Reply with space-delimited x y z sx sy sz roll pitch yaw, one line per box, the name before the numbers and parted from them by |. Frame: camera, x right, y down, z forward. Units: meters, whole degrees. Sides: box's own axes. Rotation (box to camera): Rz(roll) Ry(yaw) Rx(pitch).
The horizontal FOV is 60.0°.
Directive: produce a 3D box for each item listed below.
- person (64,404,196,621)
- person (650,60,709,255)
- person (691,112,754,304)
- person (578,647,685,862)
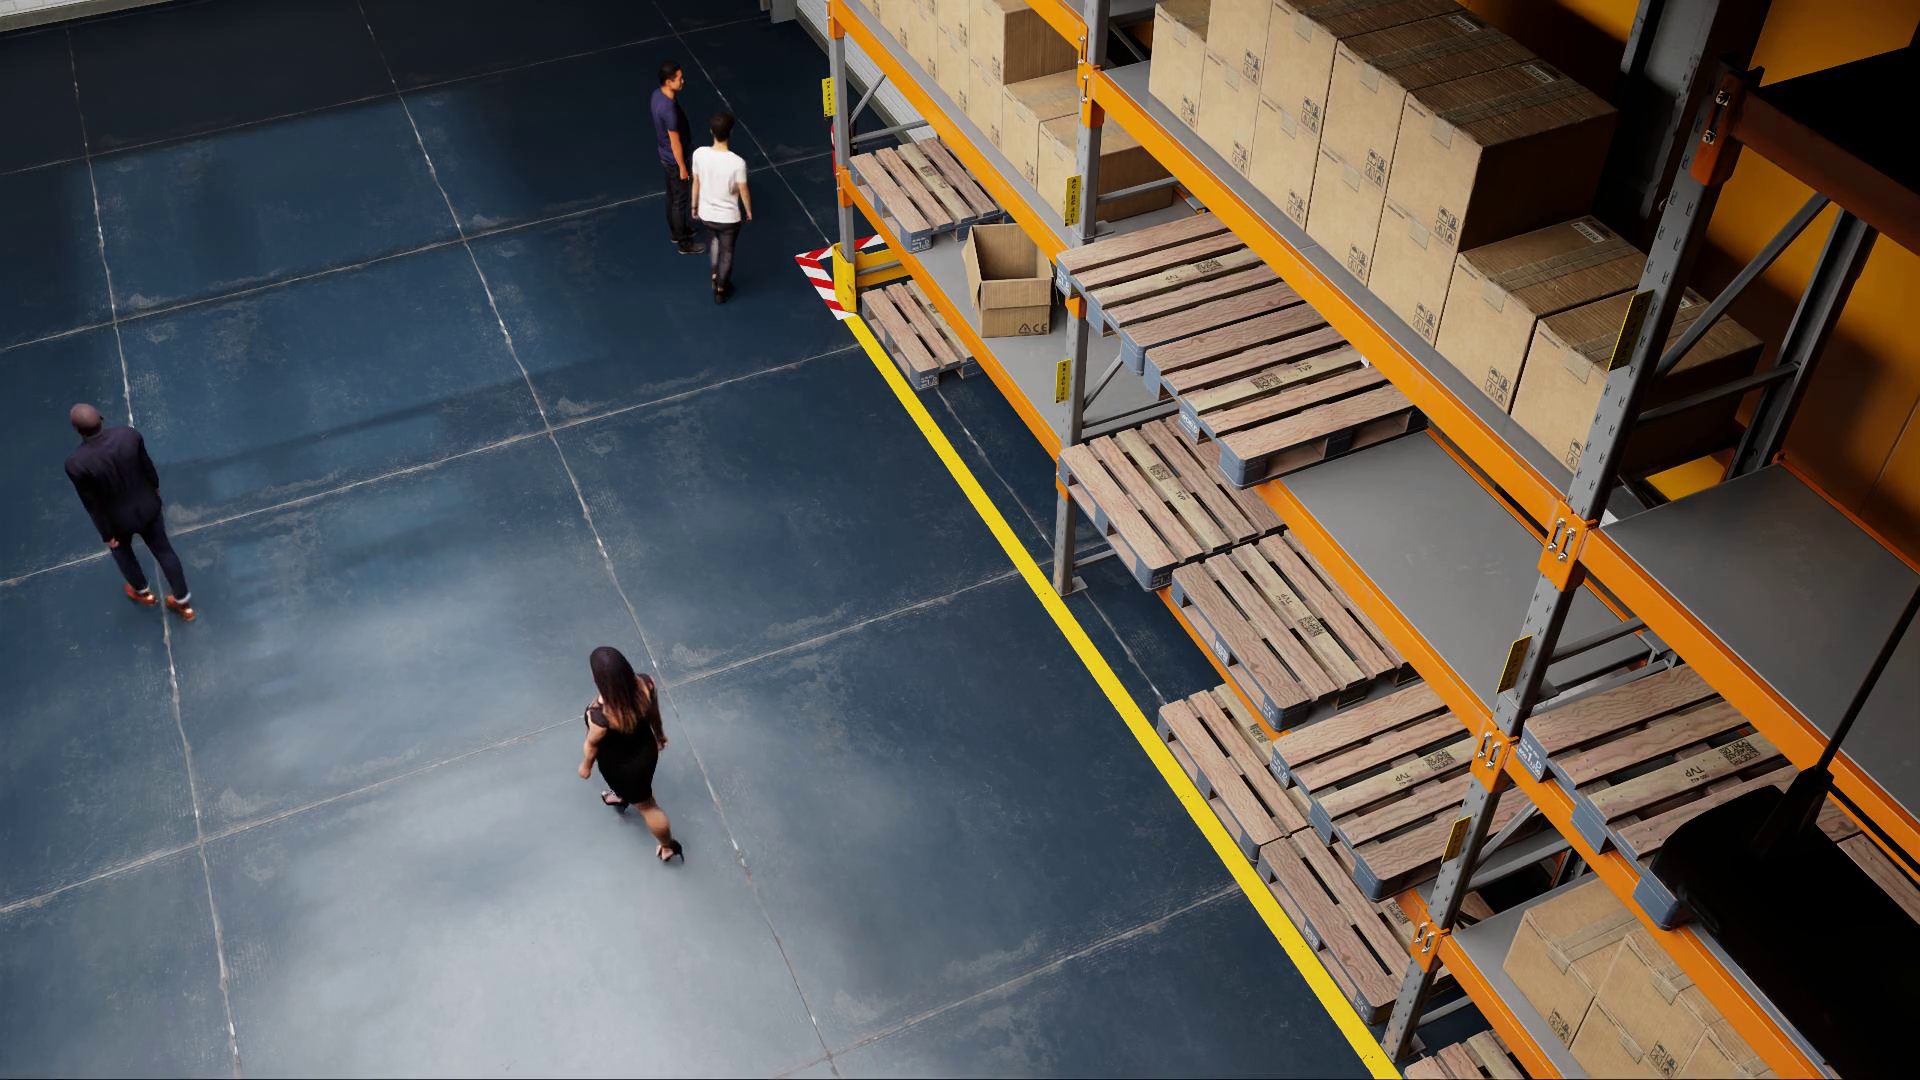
person | -5.512 -0.141 11.138 0.985 1.799 0.892 32 52 29
person | -2.500 -3.343 14.509 0.710 1.784 0.465 -16 46 -16
person | -2.040 -2.712 13.913 0.791 1.694 0.852 11 45 12
person | -1.850 1.316 9.694 1.084 1.682 0.965 22 48 21
